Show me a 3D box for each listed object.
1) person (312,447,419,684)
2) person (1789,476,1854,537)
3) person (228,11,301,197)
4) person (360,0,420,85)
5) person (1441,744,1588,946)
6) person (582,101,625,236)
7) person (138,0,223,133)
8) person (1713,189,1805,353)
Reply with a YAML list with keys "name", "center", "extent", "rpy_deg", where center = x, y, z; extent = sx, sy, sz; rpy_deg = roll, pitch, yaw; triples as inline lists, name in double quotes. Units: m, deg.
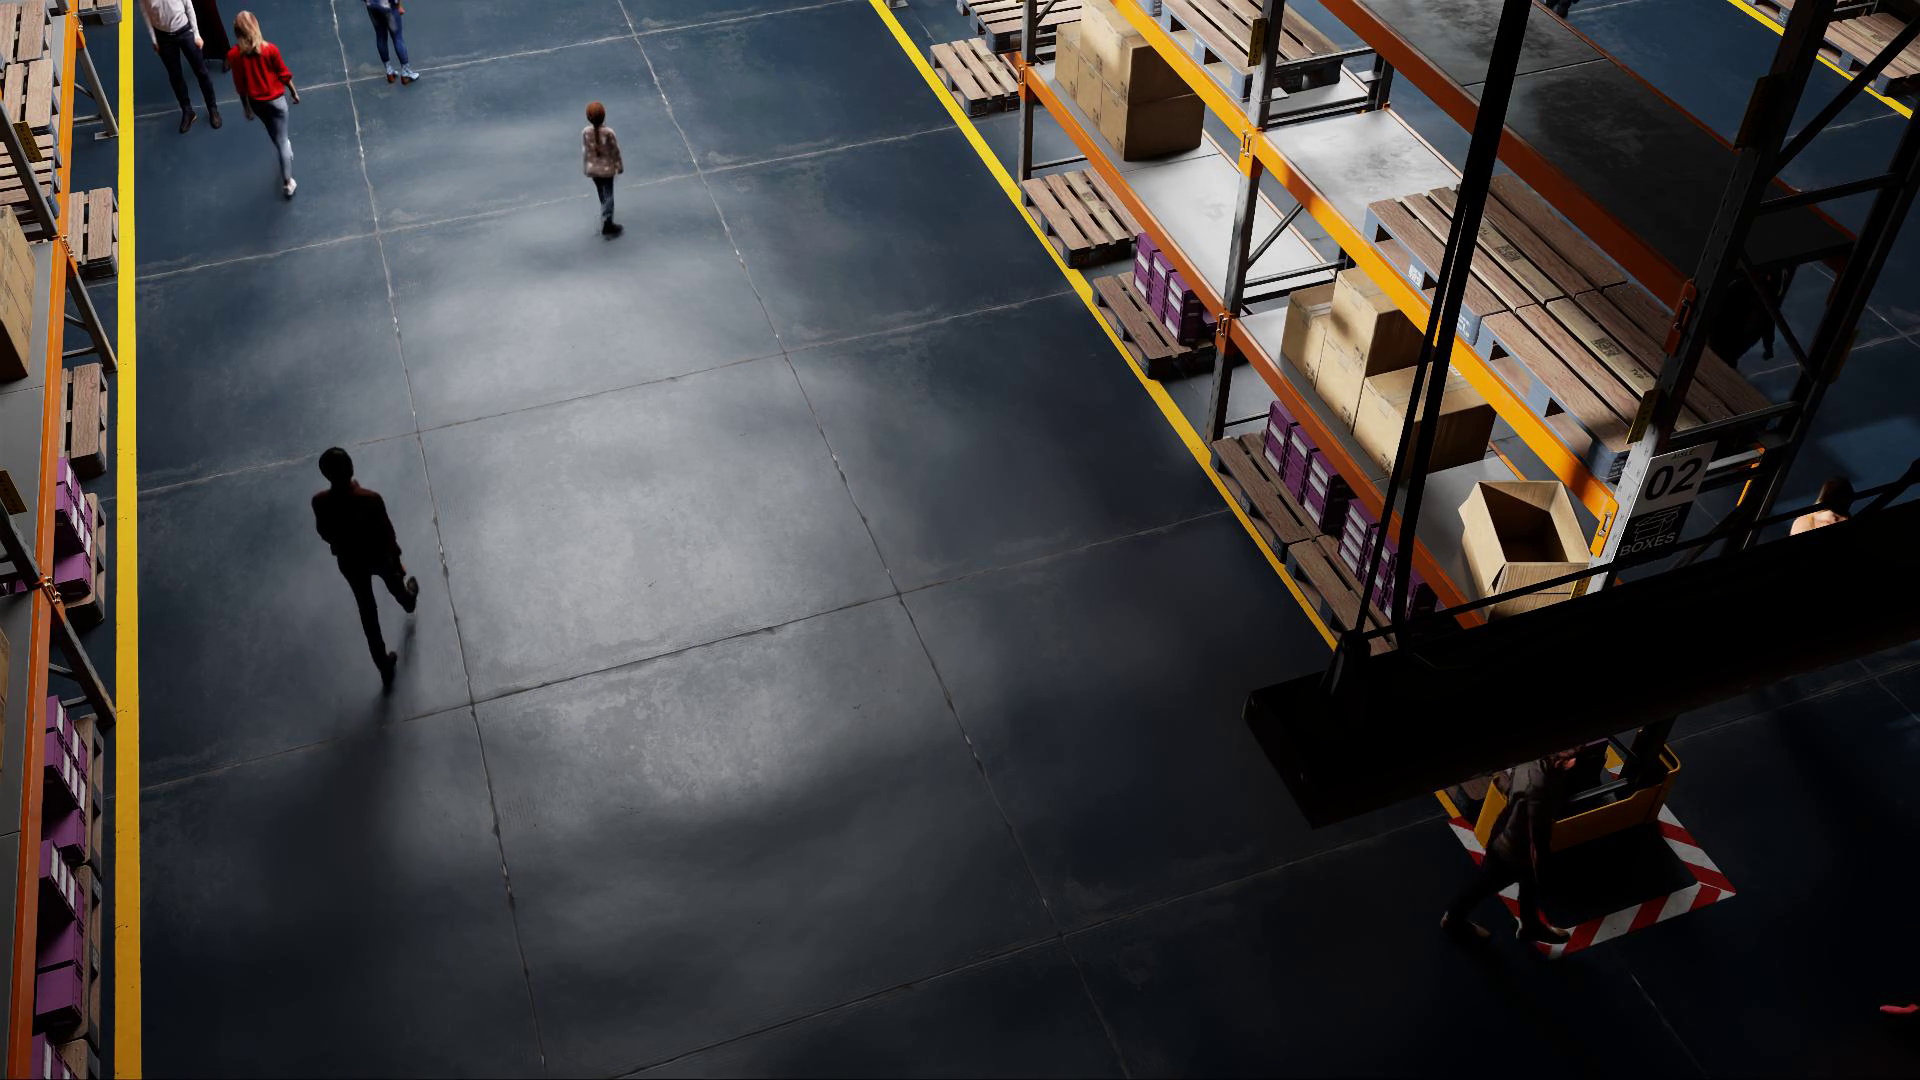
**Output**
- name: "person"
  center: [-3.861, 0.201, 10.757]
  extent: [0.888, 1.730, 1.188]
  rpy_deg: [-2, 44, -3]
- name: "person"
  center: [5.435, 0.224, 10.806]
  extent: [0.585, 1.629, 0.534]
  rpy_deg: [-10, 45, -10]
- name: "person"
  center: [-6.295, -3.927, 15.139]
  extent: [0.738, 1.661, 1.111]
  rpy_deg: [-9, 44, -10]
- name: "person"
  center: [-5.794, -5.366, 16.674]
  extent: [0.695, 1.629, 0.732]
  rpy_deg: [12, 45, 13]
- name: "person"
  center: [2.980, 1.633, 9.153]
  extent: [1.080, 1.869, 1.033]
  rpy_deg: [15, 46, 15]
- name: "person"
  center: [-3.212, -3.290, 14.830]
  extent: [0.683, 1.166, 0.810]
  rpy_deg: [6, 44, 6]
- name: "person"
  center: [-7.545, -4.878, 15.987]
  extent: [0.647, 1.869, 0.627]
  rpy_deg: [-8, 44, -8]
- name: "person"
  center: [6.332, -2.055, 13.149]
  extent: [0.741, 1.697, 0.808]
  rpy_deg: [28, 50, 26]
